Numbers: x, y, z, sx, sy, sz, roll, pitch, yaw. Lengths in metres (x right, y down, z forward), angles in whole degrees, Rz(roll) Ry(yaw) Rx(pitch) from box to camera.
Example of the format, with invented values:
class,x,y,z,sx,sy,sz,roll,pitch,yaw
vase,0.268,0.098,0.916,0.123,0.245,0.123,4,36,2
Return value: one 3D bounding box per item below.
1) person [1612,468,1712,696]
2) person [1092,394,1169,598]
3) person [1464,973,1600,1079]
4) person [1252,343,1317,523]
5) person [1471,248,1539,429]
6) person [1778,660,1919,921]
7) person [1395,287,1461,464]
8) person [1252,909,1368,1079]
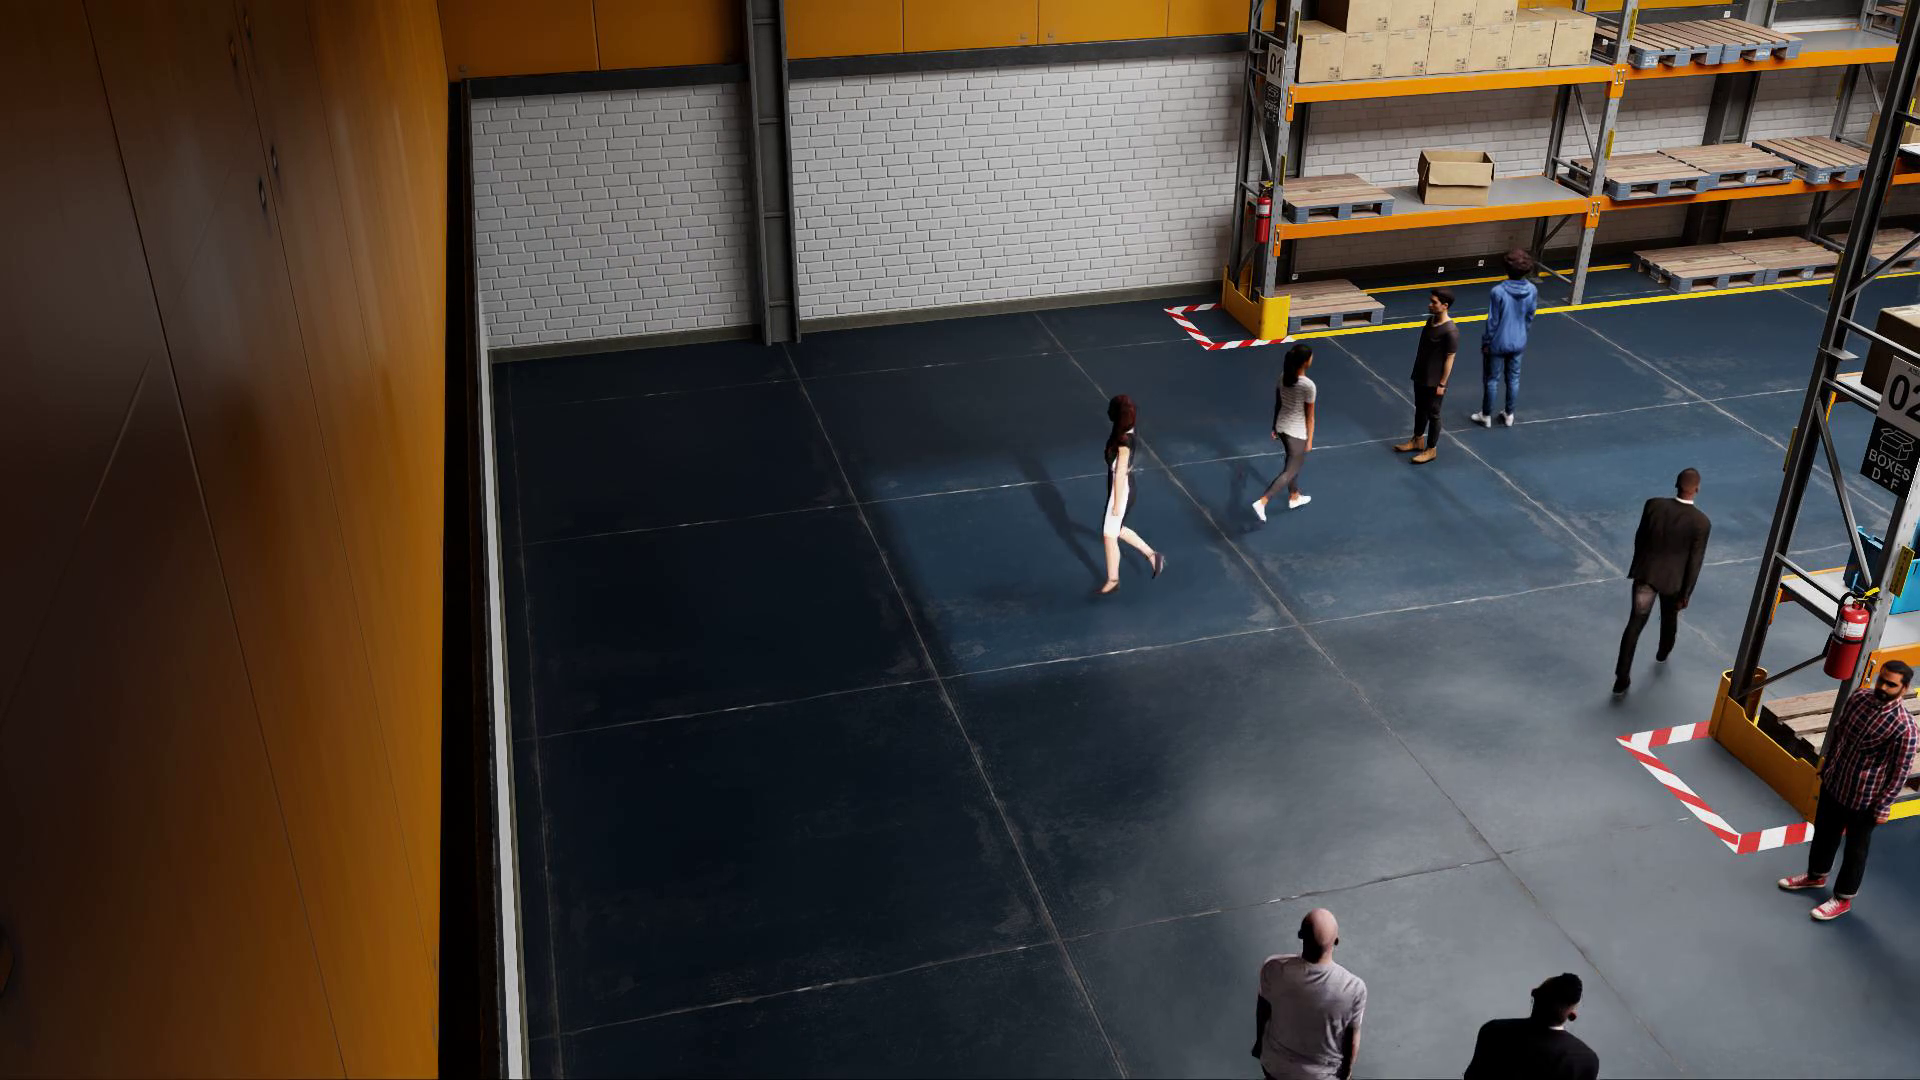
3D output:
class,x,y,z,sx,sy,sz,roll,pitch,yaw
person,5.084,0.345,12.157,1.133,1.747,1.270,20,34,32
person,1.371,-0.328,13.352,0.927,1.783,0.770,3,29,5
person,2.528,2.762,7.536,0.848,1.928,0.922,10,30,17
person,2.866,-0.919,14.607,1.113,1.619,0.814,-18,34,-30
person,5.373,-1.982,16.358,0.513,1.809,0.752,-5,29,-8
person,5.422,1.488,10.050,0.581,1.759,0.686,-7,29,-13
person,4.468,-1.579,15.715,0.550,1.717,0.617,-8,30,-15
person,1.629,2.573,7.994,0.933,1.822,0.963,10,30,17
